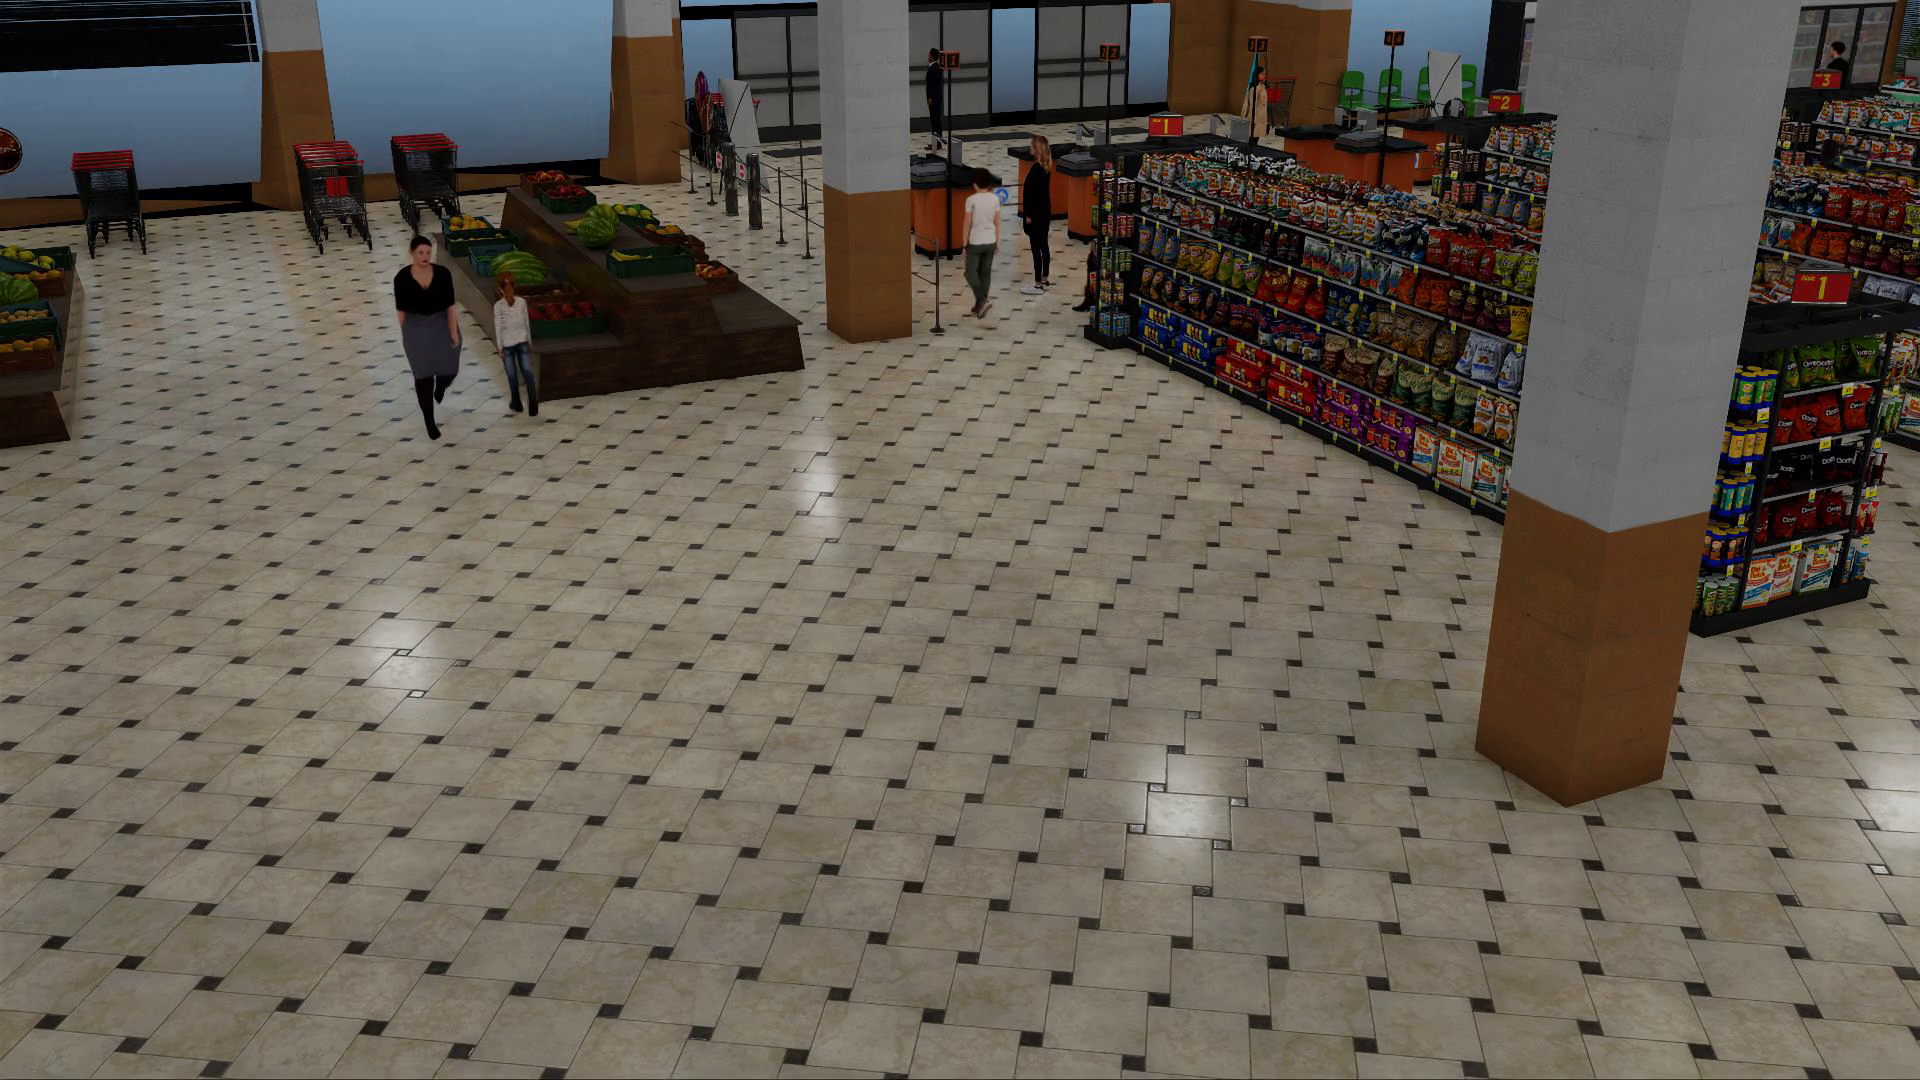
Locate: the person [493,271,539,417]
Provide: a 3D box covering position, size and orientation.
[{"bbox_3d":[-3.933,-1.722,14.781,0.525,1.299,0.850,-13,25,-30],"label":"person"}]

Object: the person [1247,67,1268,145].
[{"bbox_3d":[4.762,-6.763,26.812,0.735,1.682,0.711,11,25,26],"label":"person"}]

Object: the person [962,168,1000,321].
[{"bbox_3d":[0.246,-3.157,17.896,0.612,1.639,0.935,-9,23,-20],"label":"person"}]

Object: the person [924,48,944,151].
[{"bbox_3d":[-0.443,-7.734,29.168,0.769,1.726,0.681,5,22,13],"label":"person"}]

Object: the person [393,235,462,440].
[{"bbox_3d":[-4.552,-1.762,14.304,0.670,1.727,1.004,-8,23,-19],"label":"person"}]

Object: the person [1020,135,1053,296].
[{"bbox_3d":[0.910,-3.740,19.129,0.725,1.802,0.684,10,24,23],"label":"person"}]

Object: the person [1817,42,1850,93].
[{"bbox_3d":[15.006,-7.562,28.562,0.777,1.859,1.050,-13,25,-29],"label":"person"}]

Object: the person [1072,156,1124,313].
[{"bbox_3d":[1.748,-3.403,18.271,0.999,1.816,0.986,20,29,40],"label":"person"}]
